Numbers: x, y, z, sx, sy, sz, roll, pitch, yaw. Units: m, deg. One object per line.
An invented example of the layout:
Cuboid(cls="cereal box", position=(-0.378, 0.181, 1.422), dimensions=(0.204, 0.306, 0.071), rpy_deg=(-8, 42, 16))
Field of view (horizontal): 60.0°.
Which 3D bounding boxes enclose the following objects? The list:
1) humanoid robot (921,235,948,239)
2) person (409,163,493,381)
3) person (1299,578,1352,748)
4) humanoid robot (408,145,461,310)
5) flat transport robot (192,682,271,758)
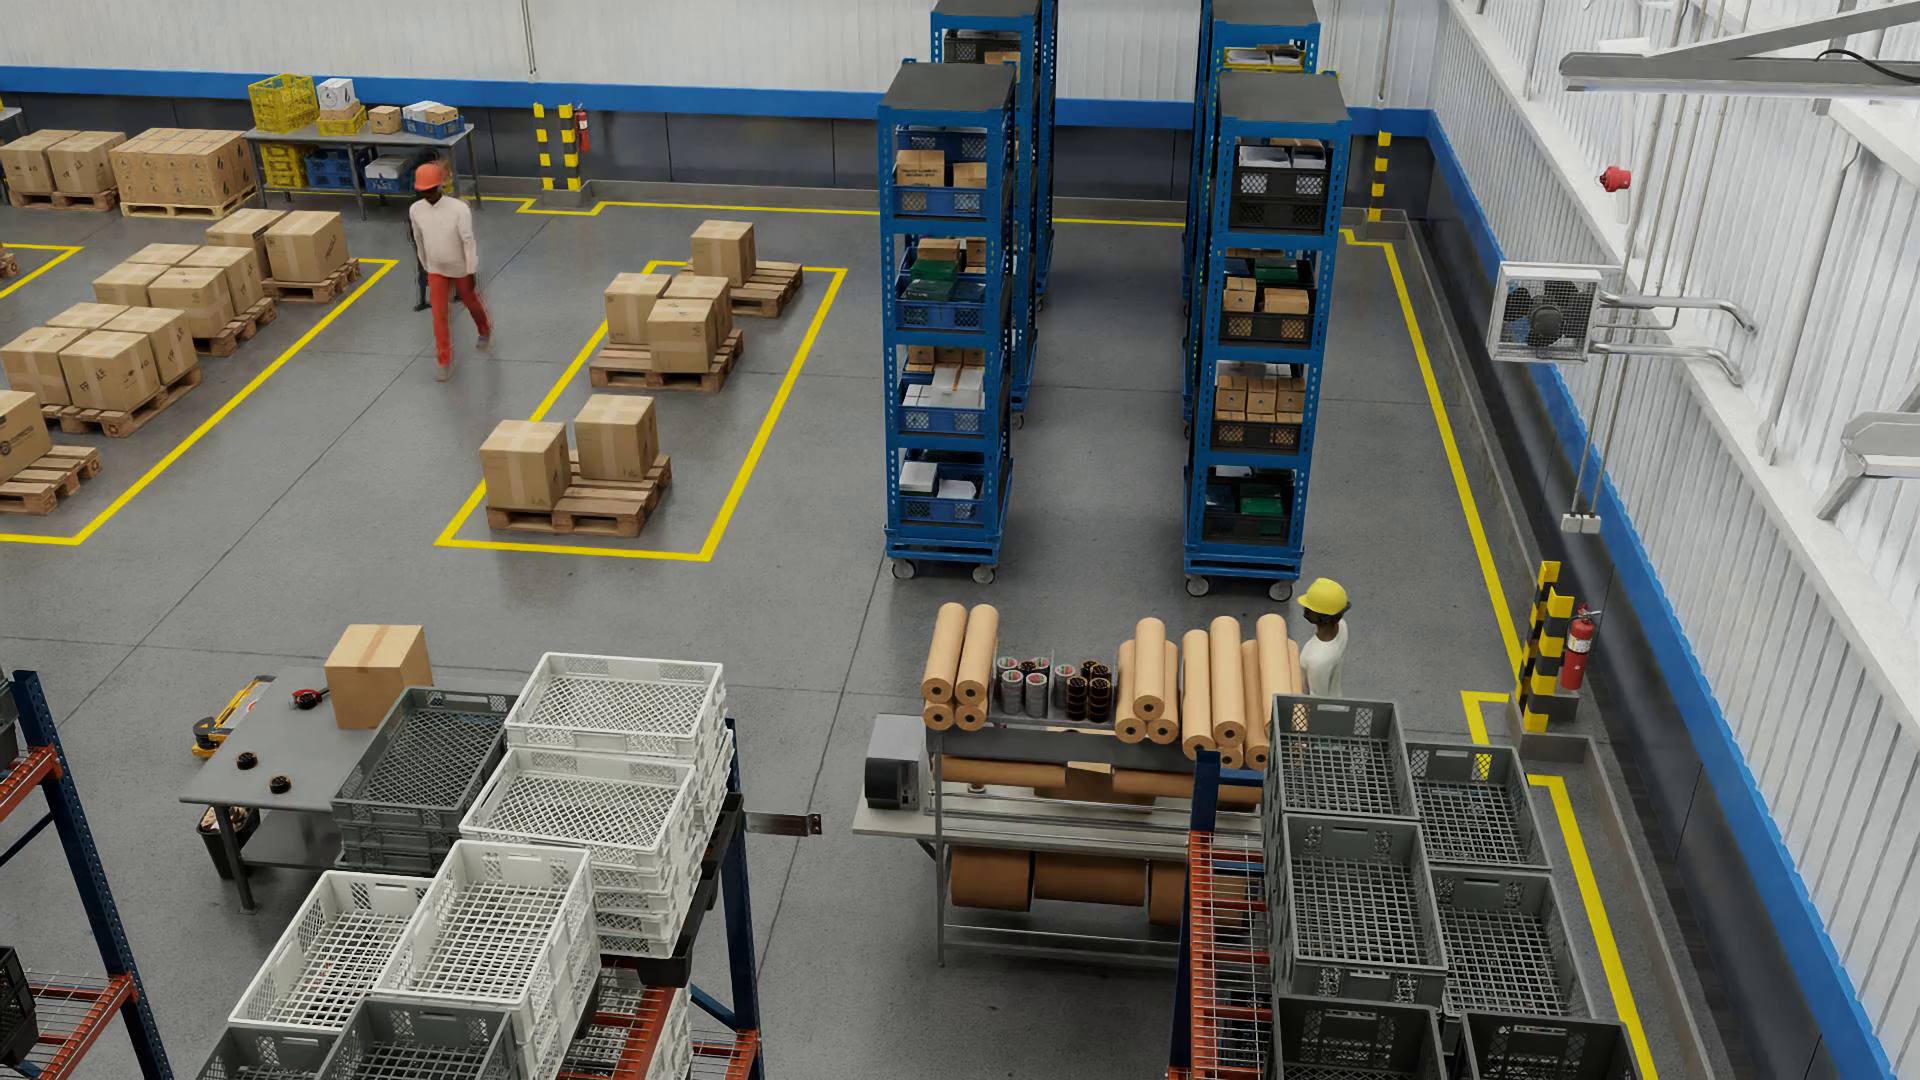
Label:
Cuboid(cls="humanoid robot", position=(-0.196, -2.773, 16.091), dimensions=(0.563, 1.632, 0.729), rpy_deg=(15, 33, 24))
Cuboid(cls="person", position=(-4.716, -2.549, 15.377), dimensions=(0.603, 1.954, 0.994), rpy_deg=(2, 30, 3))
Cuboid(cls="person", position=(2.015, 0.988, 9.485), dimensions=(0.316, 1.769, 0.522), rpy_deg=(13, 33, 21))
Cuboid(cls="humanoid robot", position=(-5.288, -3.137, 16.686), dimensions=(0.571, 1.625, 0.671), rpy_deg=(21, 36, 32))
Cuboid(cls="flat transport robot", position=(-4.089, 1.163, 10.648), dimensions=(1.431, 0.197, 0.652), rpy_deg=(3, 30, 6))
